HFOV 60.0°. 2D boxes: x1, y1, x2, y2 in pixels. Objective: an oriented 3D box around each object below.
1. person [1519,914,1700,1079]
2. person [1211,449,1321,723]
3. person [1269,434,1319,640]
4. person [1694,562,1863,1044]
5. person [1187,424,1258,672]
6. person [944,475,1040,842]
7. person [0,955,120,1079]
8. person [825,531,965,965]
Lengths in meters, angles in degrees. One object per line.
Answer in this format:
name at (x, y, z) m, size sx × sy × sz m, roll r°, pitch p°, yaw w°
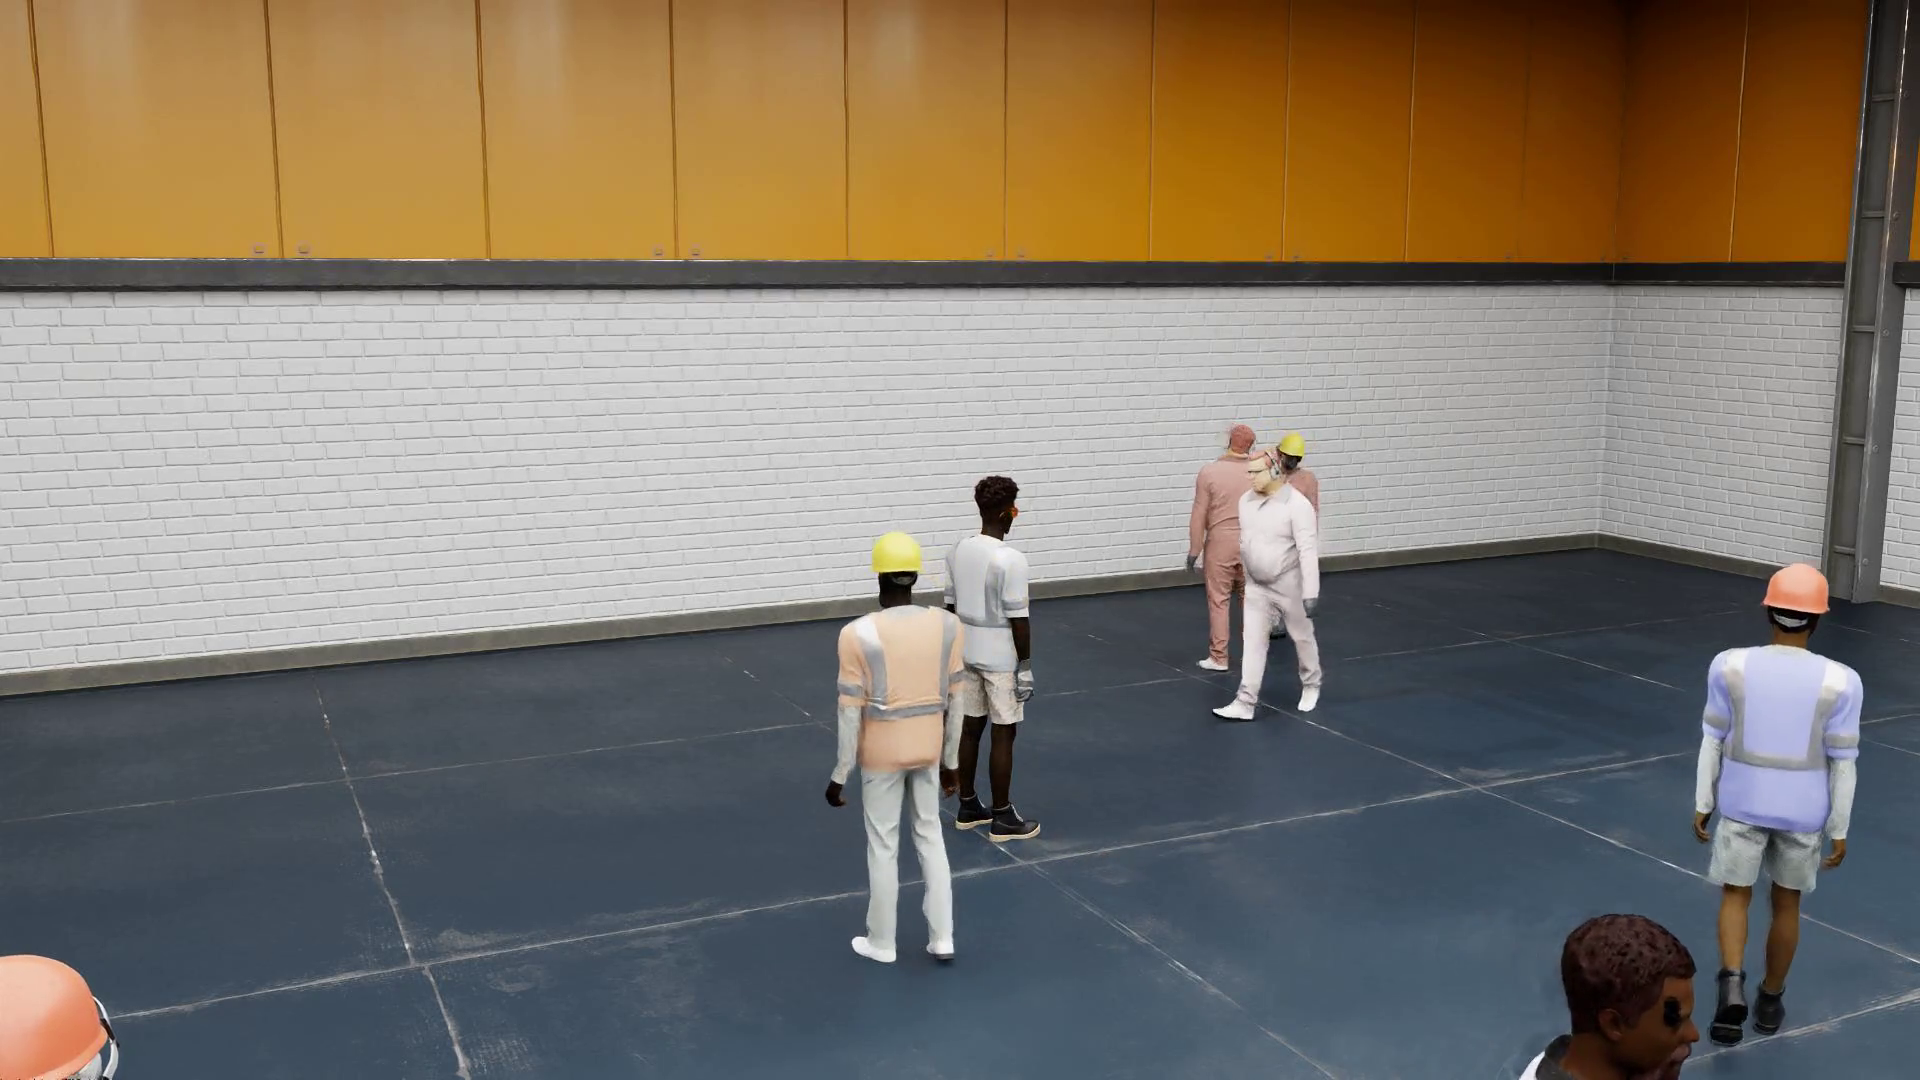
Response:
person at (1.124, 1.599, 3.070) m, size 0.449 × 1.901 × 0.620 m, roll 5°, pitch 10°, yaw 27°
person at (2.161, 0.307, 11.293) m, size 1.014 × 1.840 × 0.757 m, roll -8°, pitch 12°, yaw -40°
person at (2.670, -0.030, 13.759) m, size 0.552 × 1.712 × 0.927 m, roll 1°, pitch 9°, yaw 4°
person at (3.159, 1.046, 6.467) m, size 0.561 × 1.917 × 0.663 m, roll 5°, pitch 10°, yaw 29°
person at (2.076, 0.076, 12.617) m, size 0.686 × 1.883 × 0.425 m, roll -2°, pitch 9°, yaw -12°
person at (0.176, 0.625, 8.921) m, size 0.361 × 1.963 × 0.616 m, roll -8°, pitch 12°, yaw -39°
person at (-1.439, 1.618, 2.720) m, size 0.619 × 1.989 × 0.396 m, roll -1°, pitch 9°, yaw -5°
person at (-0.272, 0.917, 7.265) m, size 0.597 × 1.934 × 0.373 m, roll -5°, pitch 10°, yaw -29°
